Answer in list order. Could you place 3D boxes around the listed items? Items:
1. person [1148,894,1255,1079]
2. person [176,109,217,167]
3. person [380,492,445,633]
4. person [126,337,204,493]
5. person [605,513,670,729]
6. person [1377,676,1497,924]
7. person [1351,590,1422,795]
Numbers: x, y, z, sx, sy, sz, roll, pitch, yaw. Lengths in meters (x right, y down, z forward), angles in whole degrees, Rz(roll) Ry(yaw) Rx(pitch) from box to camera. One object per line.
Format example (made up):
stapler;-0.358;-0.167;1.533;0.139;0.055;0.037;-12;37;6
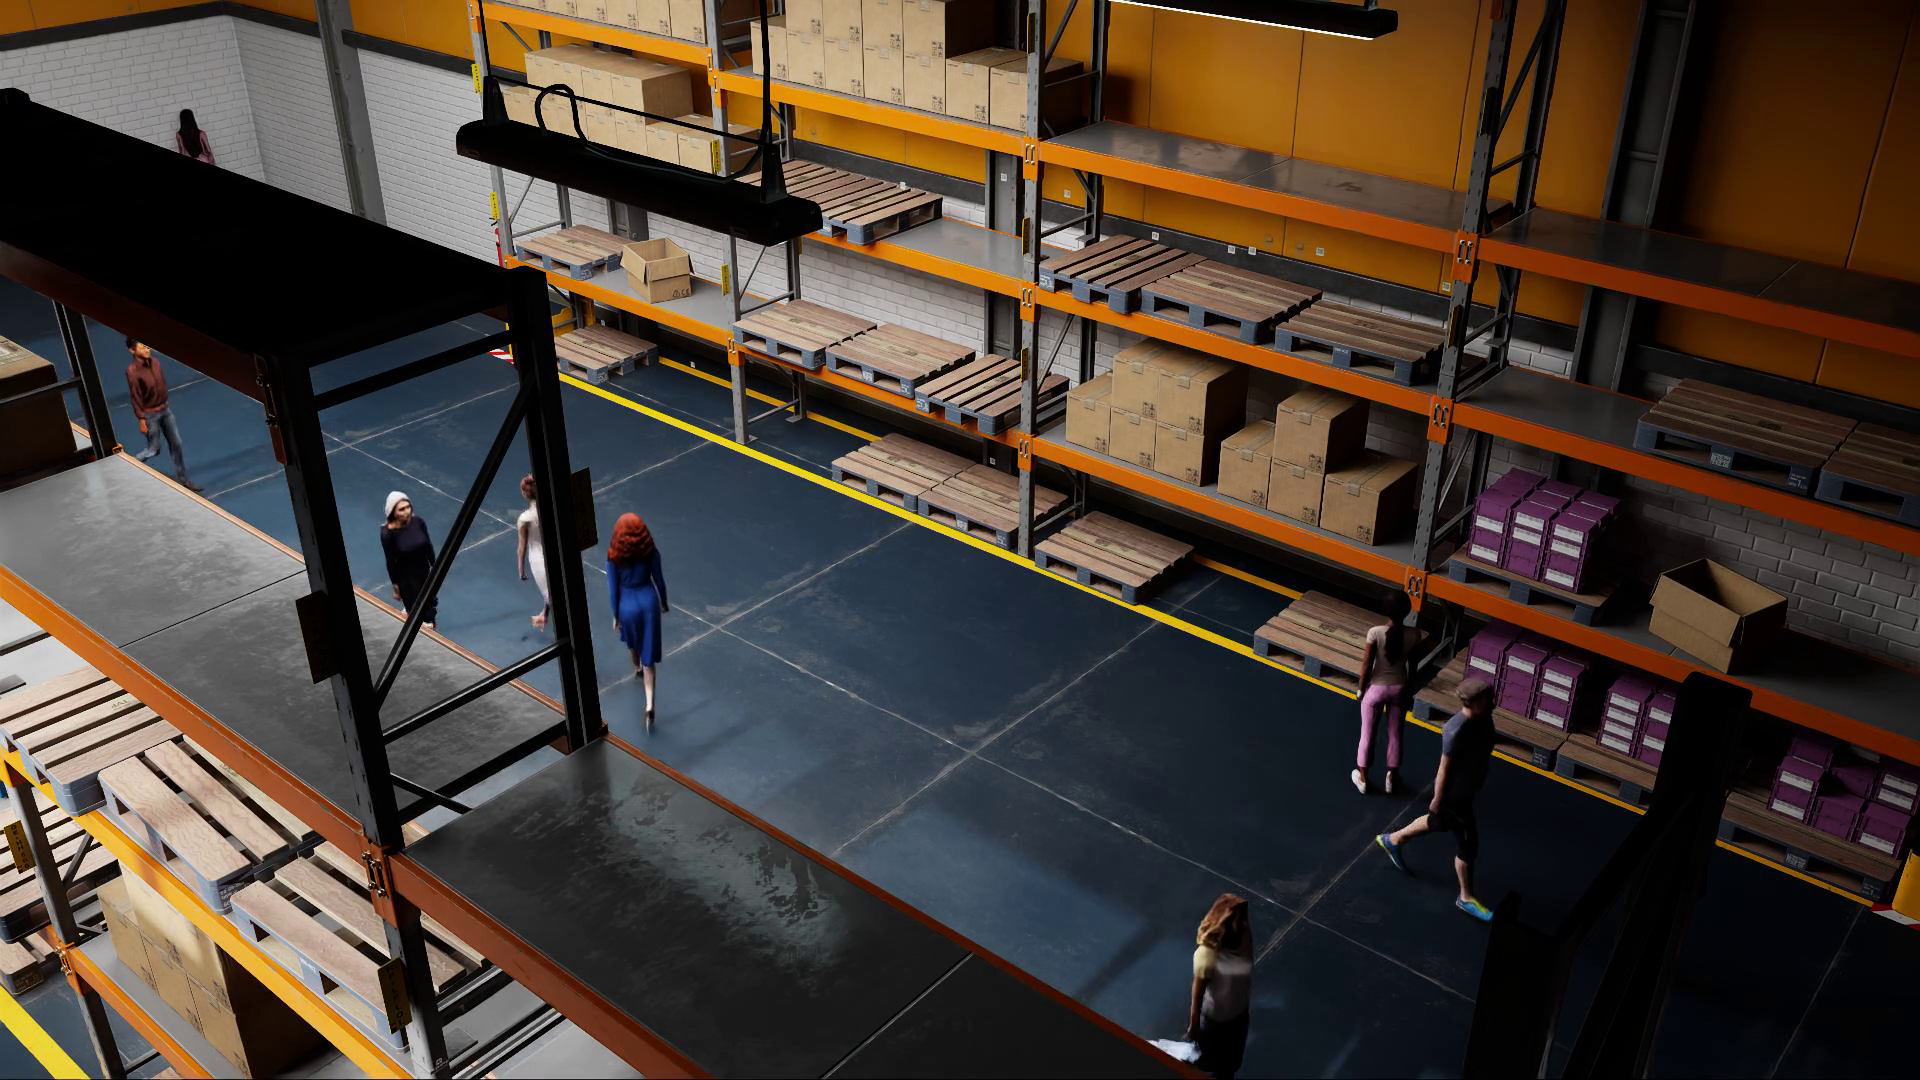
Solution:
person;1.446;2.723;9.760;1.004;1.710;0.685;25;38;38
person;-11.294;-5.487;24.706;0.700;1.811;0.738;-5;29;-10
person;-4.673;0.358;14.099;1.147;1.706;0.648;17;33;29
person;-8.340;-1.289;17.062;1.159;1.760;0.951;7;29;12
person;-2.578;0.687;13.441;1.057;1.760;1.223;-7;29;-13
person;3.346;1.707;11.473;1.197;1.853;0.647;21;35;33
person;3.231;1.150;12.609;0.631;1.743;0.716;1;29;2
